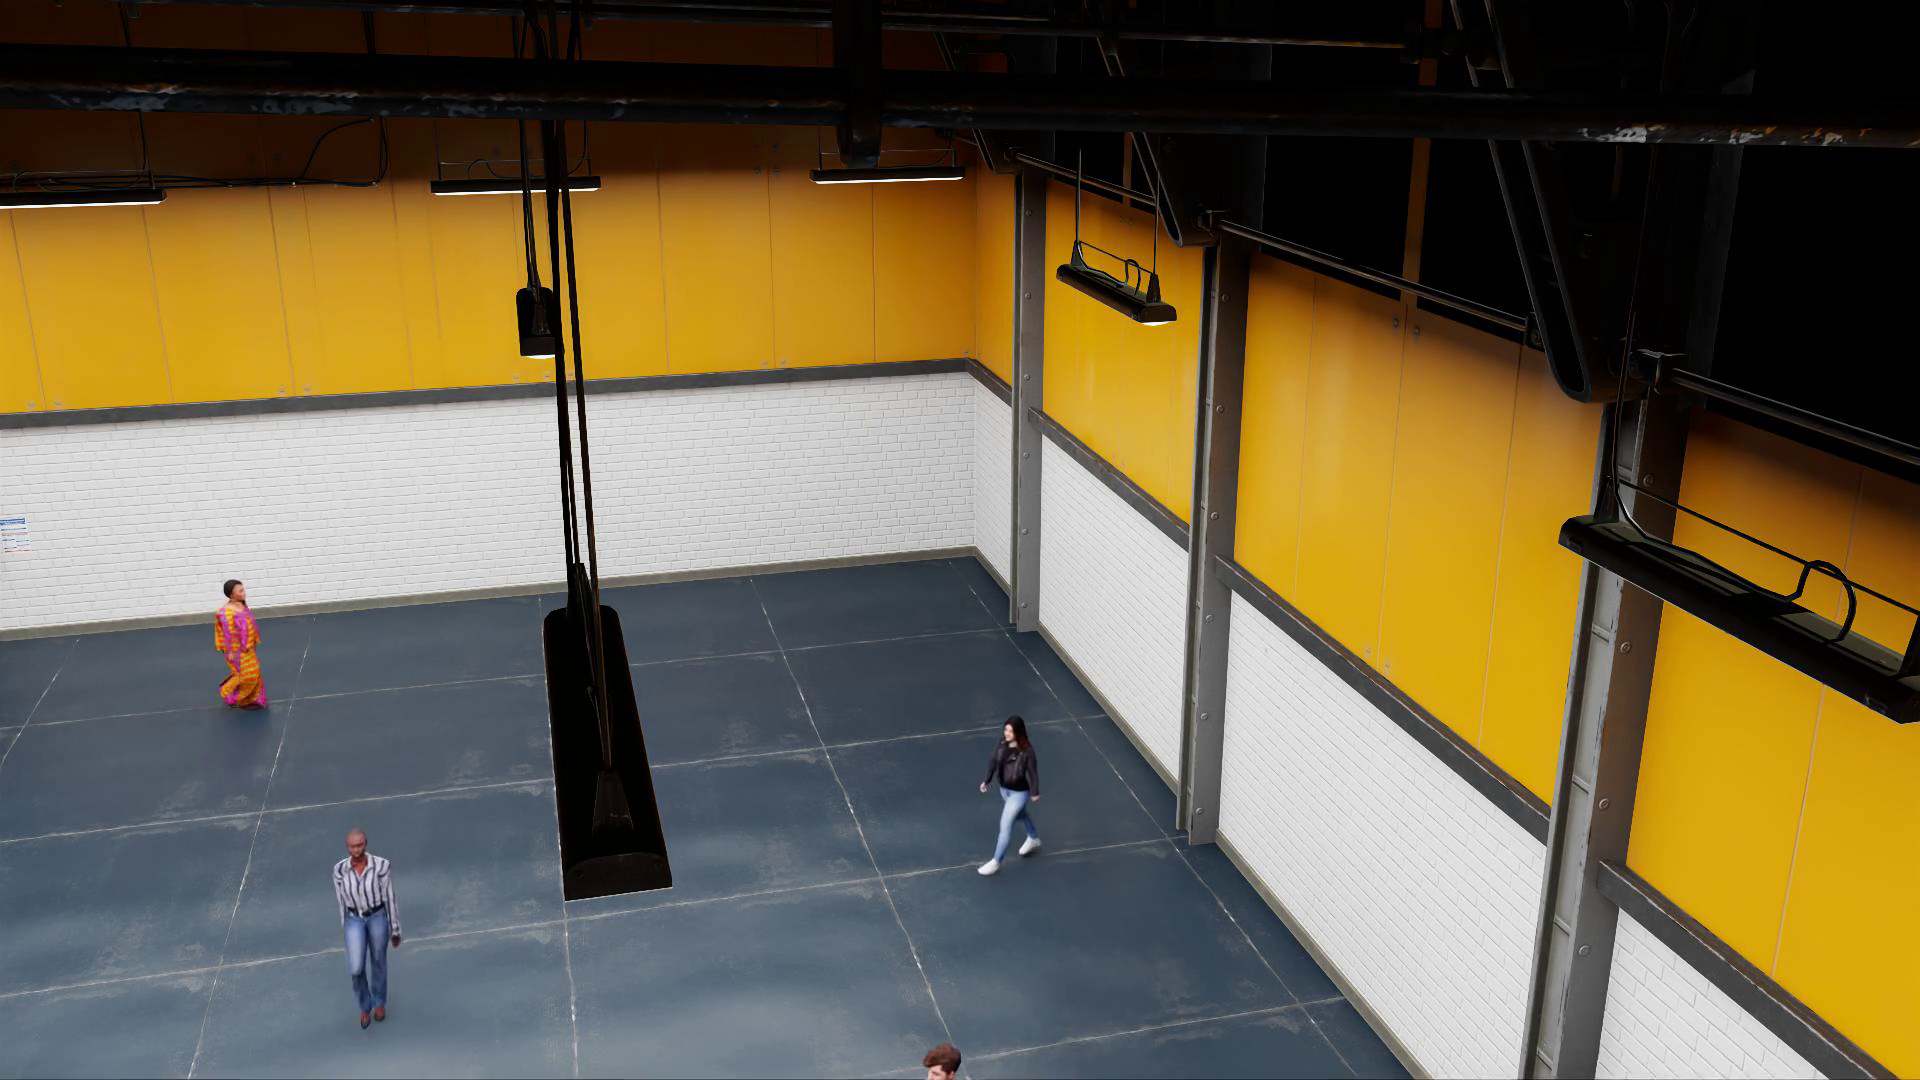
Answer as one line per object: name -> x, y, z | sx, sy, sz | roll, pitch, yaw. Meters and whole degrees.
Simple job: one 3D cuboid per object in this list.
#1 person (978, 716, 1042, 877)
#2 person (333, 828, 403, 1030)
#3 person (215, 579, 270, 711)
person -> 0.584, 2.441, 16.233 | 1.027, 1.583, 1.162 | -15, 24, -37
person -> -4.893, 3.164, 13.778 | 0.637, 1.779, 0.661 | -5, 19, -15
person -> -8.554, 1.250, 19.648 | 0.869, 1.661, 0.862 | 2, 19, 5
